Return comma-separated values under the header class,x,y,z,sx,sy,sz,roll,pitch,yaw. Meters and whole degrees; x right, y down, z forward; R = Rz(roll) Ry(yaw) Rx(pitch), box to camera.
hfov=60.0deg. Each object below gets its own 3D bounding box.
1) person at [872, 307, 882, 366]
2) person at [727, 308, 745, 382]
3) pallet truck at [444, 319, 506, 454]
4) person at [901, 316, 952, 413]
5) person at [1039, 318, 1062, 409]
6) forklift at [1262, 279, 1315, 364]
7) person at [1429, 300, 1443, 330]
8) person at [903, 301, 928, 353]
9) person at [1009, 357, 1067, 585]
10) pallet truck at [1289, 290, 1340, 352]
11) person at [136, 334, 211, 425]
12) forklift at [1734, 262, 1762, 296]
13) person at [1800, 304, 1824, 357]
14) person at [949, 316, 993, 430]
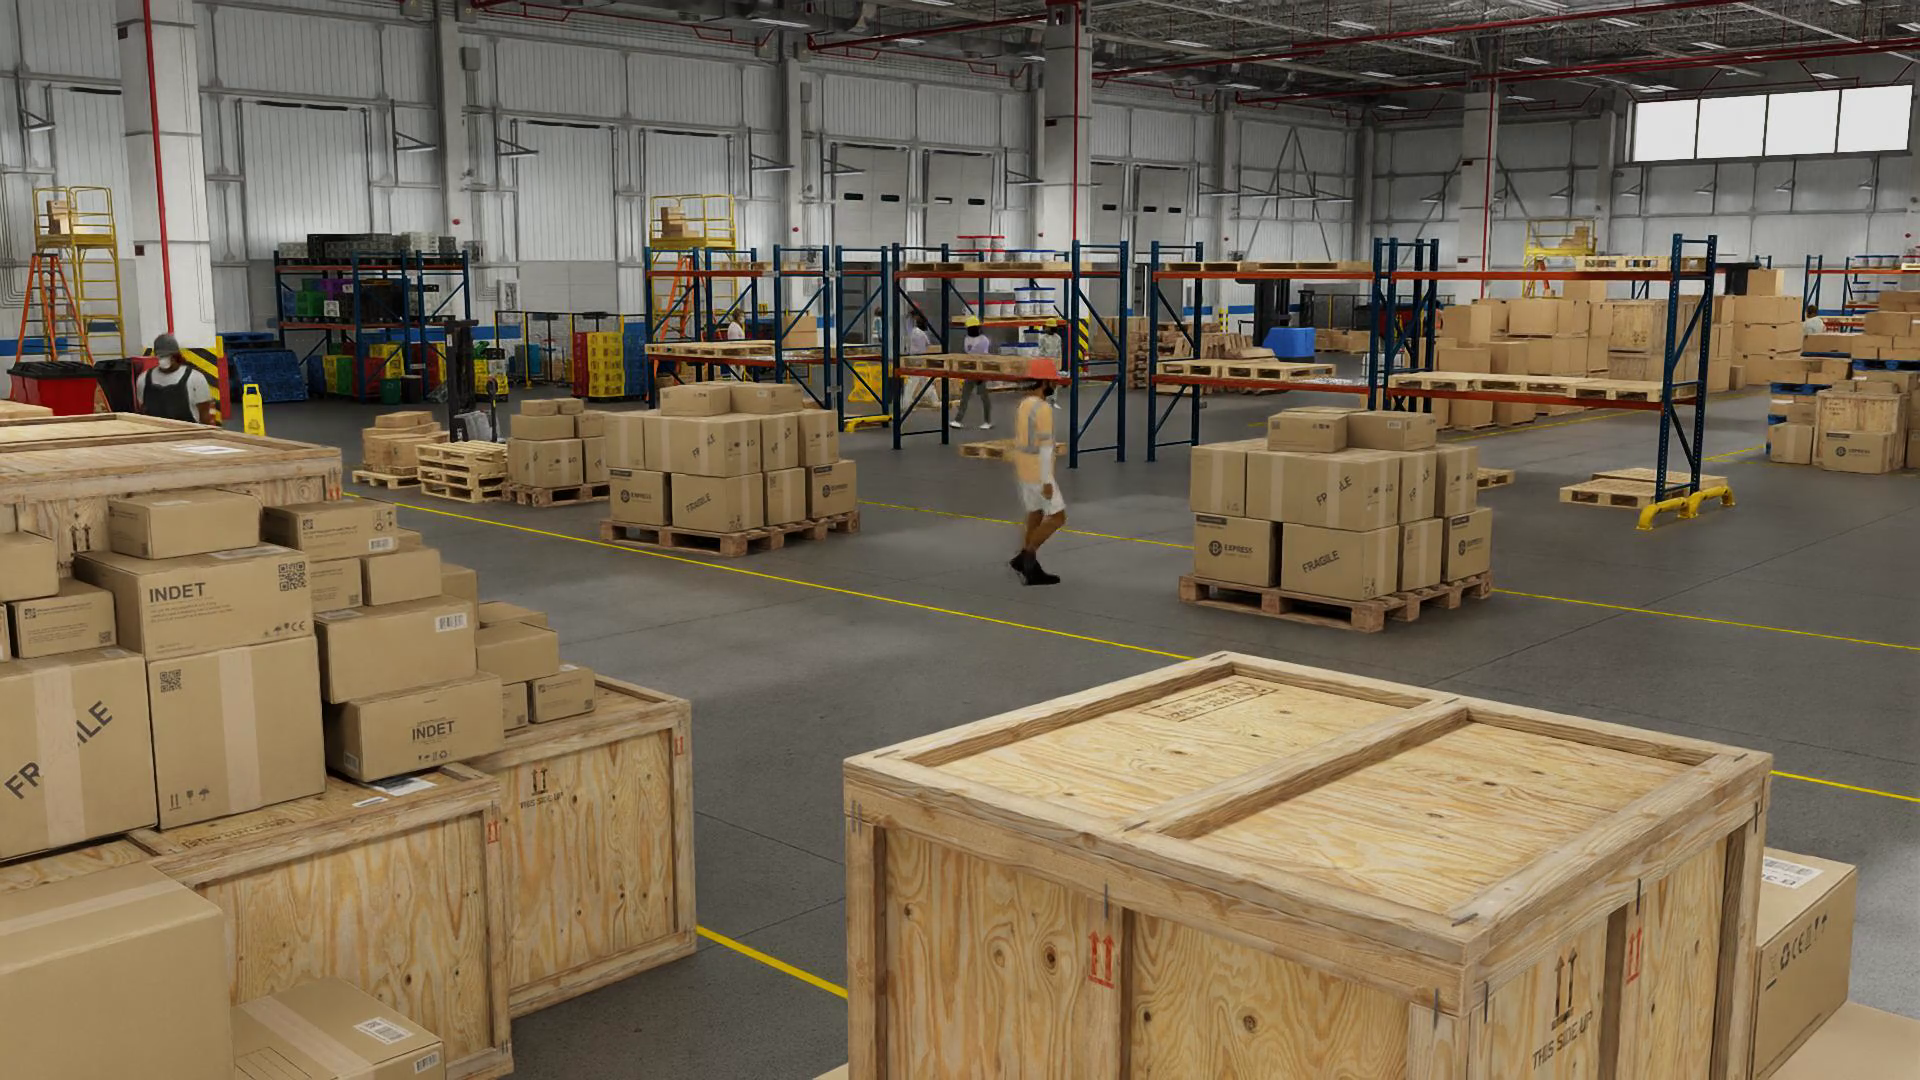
class,x,y,z,sx,sy,sz,roll,pitch,yaw
person,-2.188,-5.394,44.447,0.314,1.633,0.520,-2,9,-10
person,-4.138,-3.332,30.874,0.373,1.935,0.627,-1,9,-8
pallet truck,-6.981,-1.942,22.150,1.885,1.965,0.823,1,9,9
person,-0.657,-3.230,30.661,0.965,1.791,0.624,1,9,4
person,1.716,-3.328,31.466,0.486,1.735,0.330,-5,10,-27
forklift,8.555,-6.090,44.881,1.873,2.768,1.129,9,13,43
person,15.065,-6.769,52.725,0.548,1.678,0.410,4,10,24
person,-1.036,-4.396,37.408,0.567,1.918,0.619,6,11,33
person,0.672,-0.554,13.867,0.412,1.924,0.576,-3,10,-19
pallet truck,11.297,-6.951,52.861,1.885,1.965,0.823,-5,11,-29
person,-7.920,-1.084,16.760,0.692,2.000,0.698,-1,9,-7
forklift,20.933,-6.000,44.334,1.873,2.768,1.129,9,13,43
person,17.405,-3.855,34.071,0.630,1.937,0.373,-8,12,-40
person,0.199,-2.739,27.375,0.969,1.875,0.604,-8,12,-42
